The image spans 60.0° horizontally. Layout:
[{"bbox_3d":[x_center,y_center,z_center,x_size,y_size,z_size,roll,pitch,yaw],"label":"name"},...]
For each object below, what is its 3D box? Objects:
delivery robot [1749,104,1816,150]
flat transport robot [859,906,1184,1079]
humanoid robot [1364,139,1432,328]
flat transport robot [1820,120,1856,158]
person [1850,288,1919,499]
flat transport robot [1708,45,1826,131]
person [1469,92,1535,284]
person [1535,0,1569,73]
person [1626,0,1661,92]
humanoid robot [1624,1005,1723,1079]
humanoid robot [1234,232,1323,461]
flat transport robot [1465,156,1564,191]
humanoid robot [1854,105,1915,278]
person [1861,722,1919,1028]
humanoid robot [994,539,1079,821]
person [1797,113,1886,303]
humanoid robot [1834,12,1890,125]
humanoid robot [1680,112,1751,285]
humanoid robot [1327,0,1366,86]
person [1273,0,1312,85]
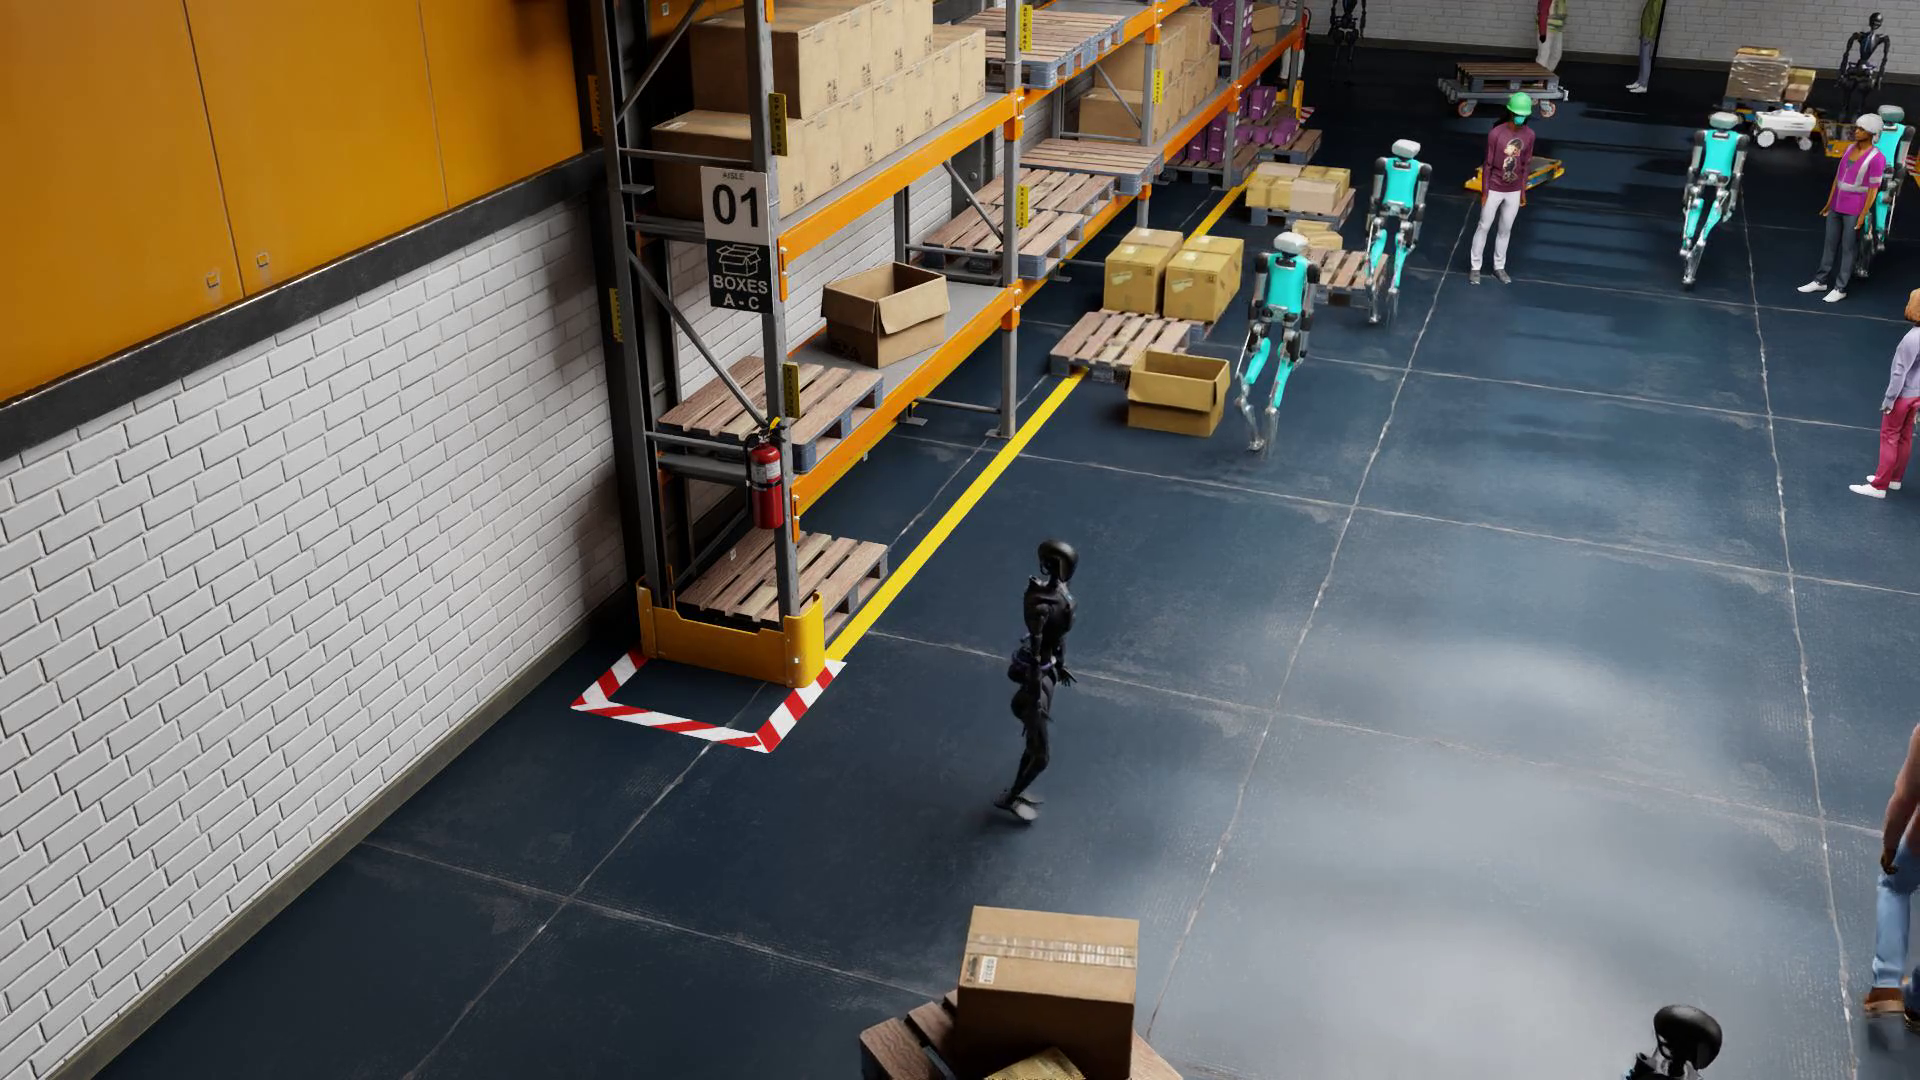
[{"bbox_3d":[10.929,-5.489,22.073,0.777,0.583,0.499,7,28,12],"label":"delivery robot"},{"bbox_3d":[0.258,2.490,6.921,1.431,0.231,0.659,-16,31,-28],"label":"flat transport robot"},{"bbox_3d":[4.015,-2.761,15.608,0.546,1.887,0.730,12,30,23],"label":"humanoid robot"},{"bbox_3d":[11.777,-5.275,21.982,0.659,0.231,1.431,10,29,19],"label":"flat transport robot"},{"bbox_3d":[7.025,-1.092,12.388,0.500,1.628,0.280,-20,34,-34],"label":"person"},{"bbox_3d":[11.308,-5.958,23.307,1.431,0.231,0.659,15,31,27],"label":"flat transport robot"},{"bbox_3d":[5.503,-3.566,16.838,0.489,1.948,0.431,-1,27,-3],"label":"person"},{"bbox_3d":[8.815,-7.616,24.832,0.644,1.821,0.430,-24,35,-38],"label":"person"},{"bbox_3d":[10.276,-7.543,24.890,0.265,1.631,0.506,5,28,9],"label":"person"},{"bbox_3d":[2.360,2.270,5.874,0.743,1.649,0.589,9,29,18],"label":"humanoid robot"},{"bbox_3d":[2.412,-1.416,13.014,0.543,1.882,0.751,15,31,27],"label":"humanoid robot"},{"bbox_3d":[6.855,-4.512,20.503,0.659,0.231,1.431,21,34,35],"label":"flat transport robot"},{"bbox_3d":[9.302,-3.456,16.867,0.531,1.782,0.868,4,28,7],"label":"humanoid robot"},{"bbox_3d":[4.387,1.325,7.324,0.618,1.977,0.466,9,29,17],"label":"person"},{"bbox_3d":[0.407,0.730,8.813,0.396,1.639,0.584,8,28,15],"label":"humanoid robot"},{"bbox_3d":[8.735,-3.270,16.370,0.336,1.848,0.514,-9,28,-16],"label":"person"},{"bbox_3d":[12.036,-6.203,22.267,0.587,1.633,0.499,21,34,34],"label":"humanoid robot"},{"bbox_3d":[7.450,-3.358,16.646,0.549,1.730,1.006,20,33,33],"label":"humanoid robot"},{"bbox_3d":[5.853,-7.756,25.280,0.610,1.668,0.416,19,33,32],"label":"humanoid robot"},{"bbox_3d":[5.070,-7.944,25.342,0.634,1.936,0.353,-12,30,-23],"label":"person"}]
